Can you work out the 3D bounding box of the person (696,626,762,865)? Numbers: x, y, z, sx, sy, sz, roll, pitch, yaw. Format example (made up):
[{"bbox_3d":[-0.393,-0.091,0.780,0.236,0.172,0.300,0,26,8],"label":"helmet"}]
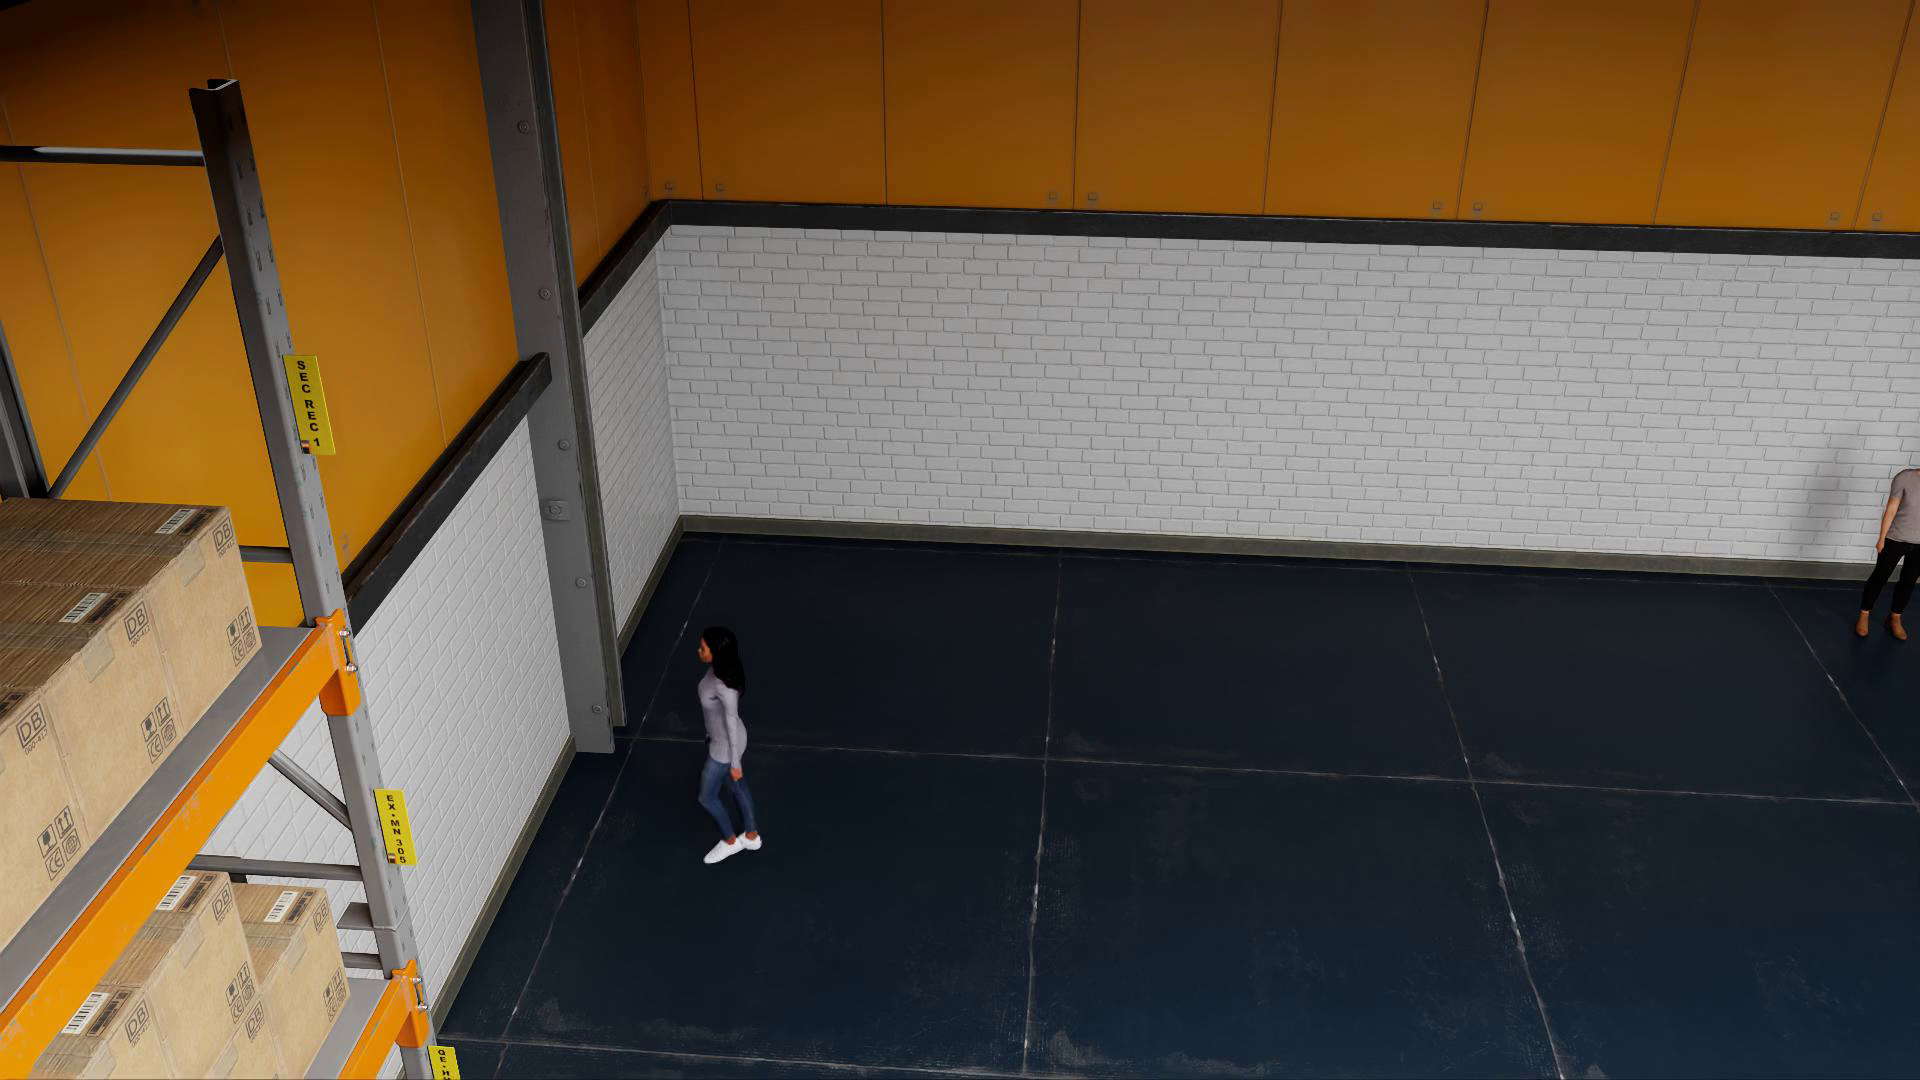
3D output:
[{"bbox_3d":[-1.391,1.307,10.607,0.767,1.721,0.658,-6,29,-11],"label":"person"}]

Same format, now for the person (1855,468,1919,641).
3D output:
[{"bbox_3d":[7.454,-0.036,13.065,0.628,1.724,0.558,6,29,10],"label":"person"}]
